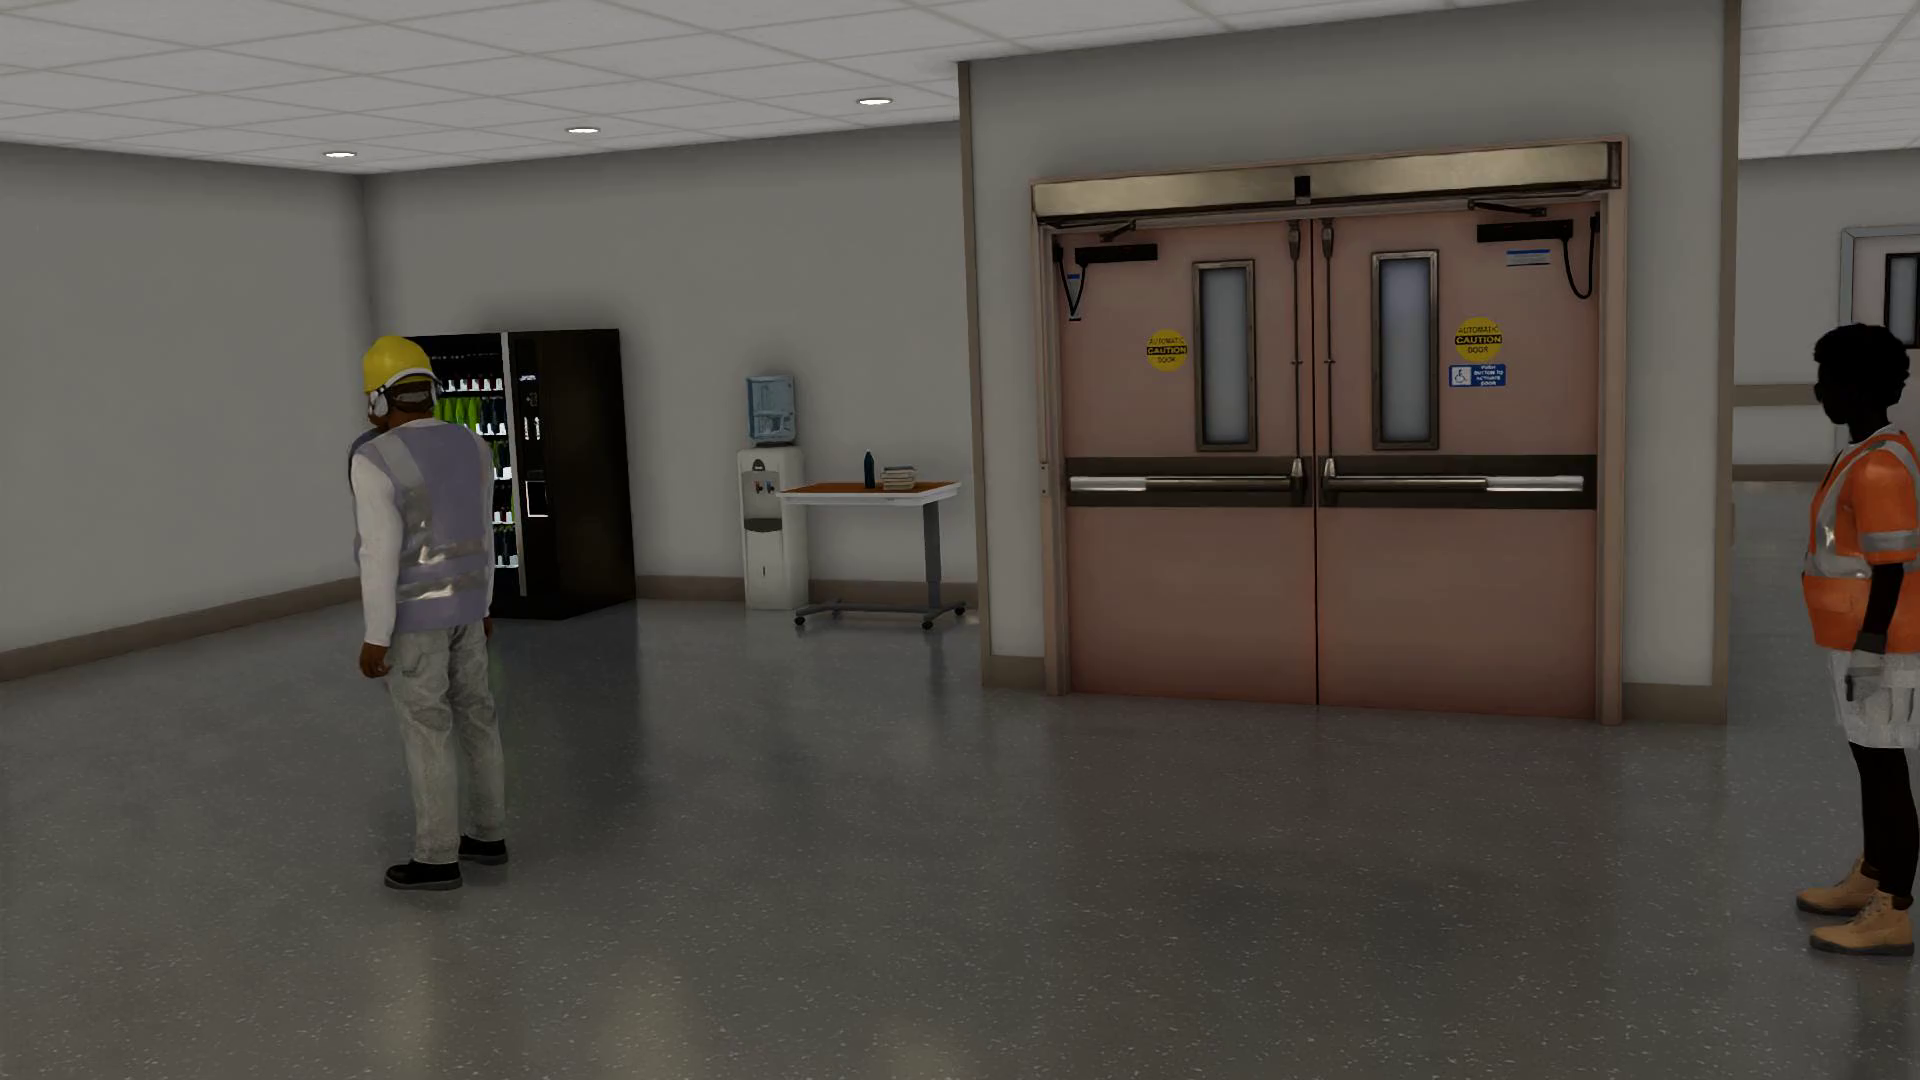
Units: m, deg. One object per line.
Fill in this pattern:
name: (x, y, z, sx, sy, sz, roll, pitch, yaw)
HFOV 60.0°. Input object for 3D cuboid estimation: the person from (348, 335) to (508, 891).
person: (-1.770, 0.240, 5.502, 0.404, 1.825, 0.592, 1, 8, 24)

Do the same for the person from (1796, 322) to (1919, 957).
person: (2.449, 0.265, 4.491, 0.321, 1.696, 0.537, 1, 8, 24)
